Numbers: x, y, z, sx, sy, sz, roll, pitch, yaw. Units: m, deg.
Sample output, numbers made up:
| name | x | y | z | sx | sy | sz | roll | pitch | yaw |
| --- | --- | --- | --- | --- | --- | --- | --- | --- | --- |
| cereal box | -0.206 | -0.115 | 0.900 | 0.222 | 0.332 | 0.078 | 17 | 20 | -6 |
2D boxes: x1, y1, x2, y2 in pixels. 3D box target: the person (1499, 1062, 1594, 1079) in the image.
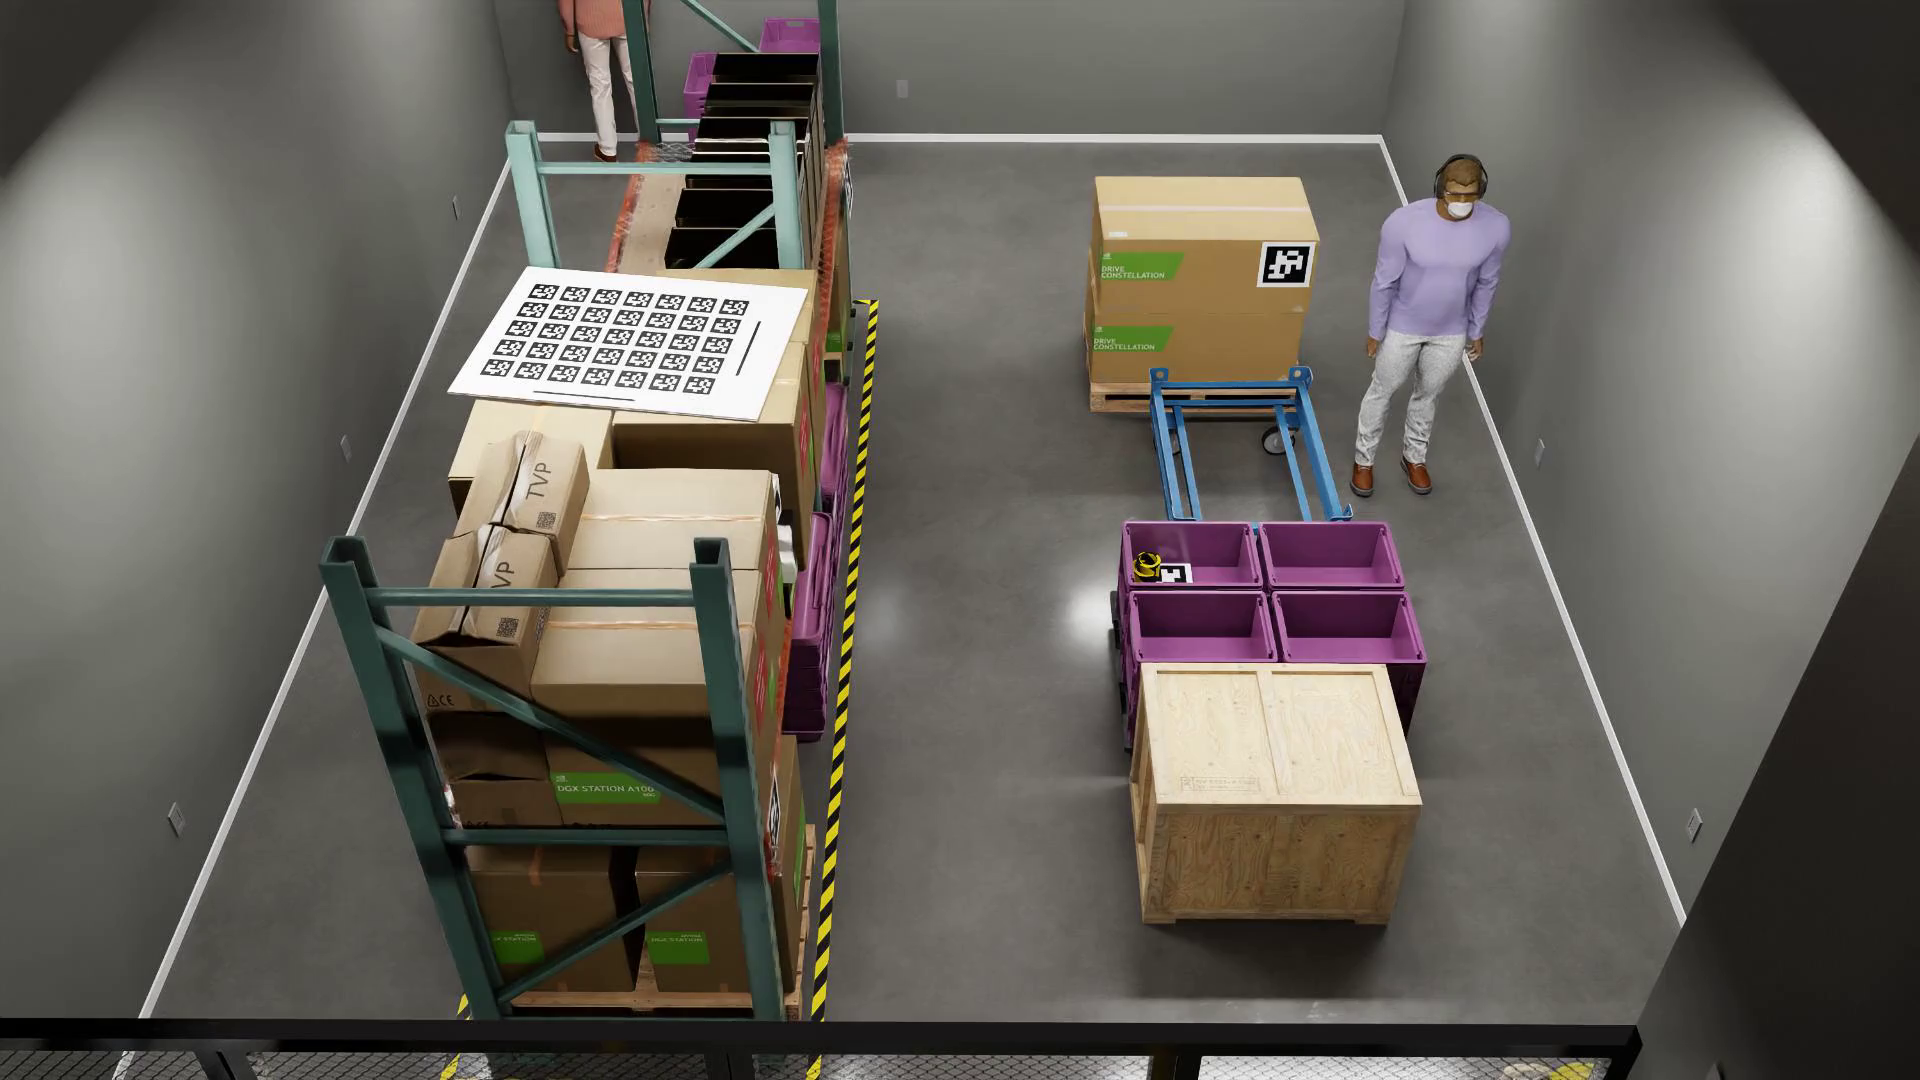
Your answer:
| name | x | y | z | sx | sy | sz | roll | pitch | yaw |
| --- | --- | --- | --- | --- | --- | --- | --- | --- | --- |
| person | 1.614 | 2.063 | 4.839 | 0.404 | 1.832 | 0.592 | 6 | 42 | 7 |

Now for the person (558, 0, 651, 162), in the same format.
| name | x | y | z | sx | sy | sz | roll | pitch | yaw |
| --- | --- | --- | --- | --- | --- | --- | --- | --- | --- |
| person | -2.333 | -3.422 | 10.974 | 0.608 | 1.995 | 0.377 | -16 | 44 | -17 |

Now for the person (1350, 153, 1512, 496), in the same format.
| name | x | y | z | sx | sy | sz | roll | pitch | yaw |
| --- | --- | --- | --- | --- | --- | --- | --- | --- | --- |
| person | 2.336 | -1.060 | 8.323 | 0.629 | 1.940 | 0.379 | 0 | 41 | 0 |
